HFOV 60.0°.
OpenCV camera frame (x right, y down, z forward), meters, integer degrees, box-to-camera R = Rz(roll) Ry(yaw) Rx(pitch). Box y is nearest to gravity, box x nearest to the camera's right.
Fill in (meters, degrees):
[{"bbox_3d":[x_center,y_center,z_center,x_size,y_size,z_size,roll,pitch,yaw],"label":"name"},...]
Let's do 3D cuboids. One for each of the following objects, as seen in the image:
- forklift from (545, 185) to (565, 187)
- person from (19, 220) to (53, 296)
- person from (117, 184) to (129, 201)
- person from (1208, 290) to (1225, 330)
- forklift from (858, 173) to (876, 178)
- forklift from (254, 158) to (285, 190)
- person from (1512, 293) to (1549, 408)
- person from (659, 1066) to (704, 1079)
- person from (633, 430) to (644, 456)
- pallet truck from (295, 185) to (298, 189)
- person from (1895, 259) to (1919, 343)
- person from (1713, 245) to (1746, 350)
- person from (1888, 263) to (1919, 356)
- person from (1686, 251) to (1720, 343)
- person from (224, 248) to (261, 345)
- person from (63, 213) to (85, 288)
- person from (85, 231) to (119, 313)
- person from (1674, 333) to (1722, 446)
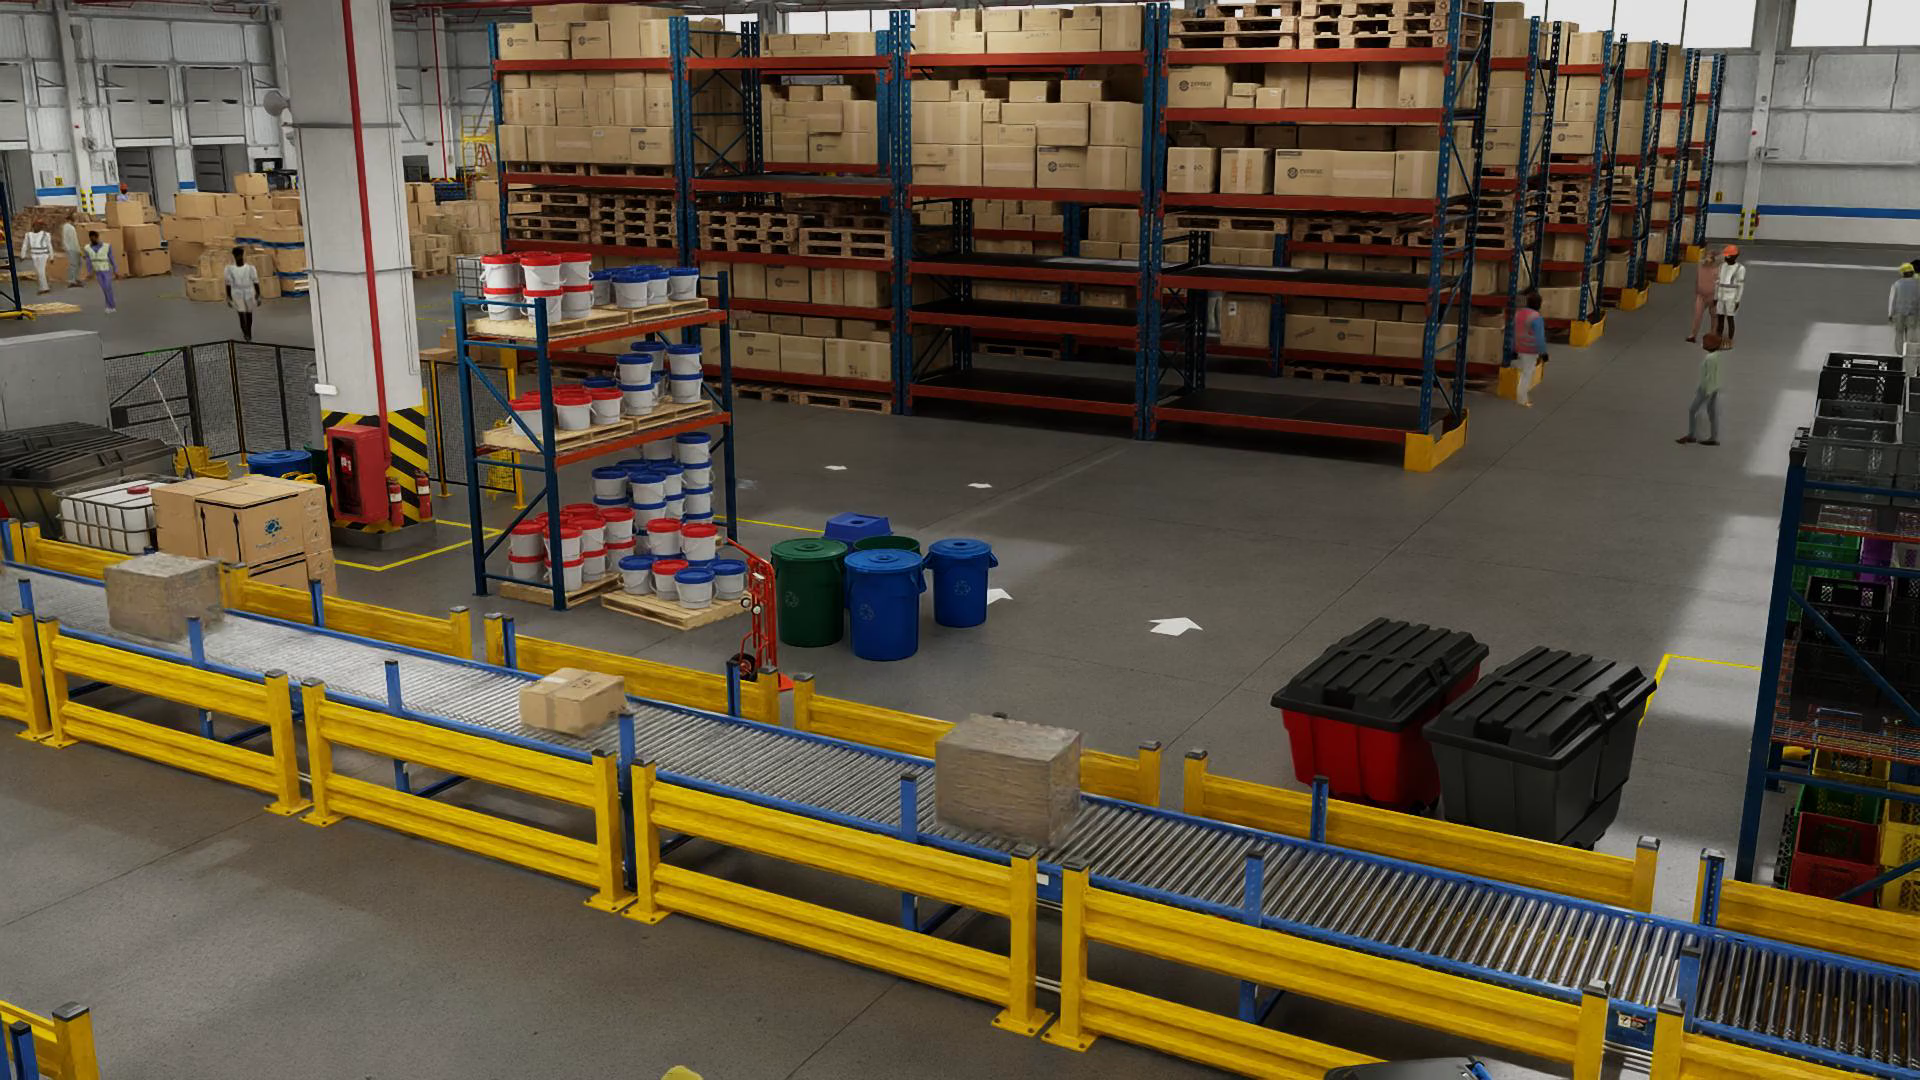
[{"bbox_3d":[-15.579,-13.559,64.071,1.873,2.768,1.129,6,16,22],"label":"forklift"},{"bbox_3d":[-23.098,-7.041,41.554,0.692,1.840,0.635,0,15,0],"label":"person"},{"bbox_3d":[-28.850,-11.338,57.530,0.357,1.938,0.542,2,15,6],"label":"person"},{"bbox_3d":[5.224,-4.962,34.137,0.497,1.634,0.278,-7,17,-26],"label":"person"},{"bbox_3d":[-3.506,-13.649,64.411,1.129,2.768,1.873,8,17,28],"label":"forklift"},{"bbox_3d":[-23.549,-11.670,56.970,1.873,2.768,1.129,8,17,27],"label":"forklift"},{"bbox_3d":[9.088,-2.998,26.411,0.559,1.822,0.644,-3,15,-11],"label":"person"},{"bbox_3d":[-0.913,2.576,5.632,0.556,1.718,0.903,-5,16,-18],"label":"person"},{"bbox_3d":[-4.034,-1.537,21.165,0.400,1.690,0.600,0,15,1],"label":"person"},{"bbox_3d":[-26.804,-14.617,69.738,1.885,1.965,0.823,-14,20,-42],"label":"pallet truck"},{"bbox_3d":[19.013,-4.759,33.267,0.321,1.692,0.530,-2,15,-8],"label":"person"},{"bbox_3d":[14.985,-4.738,32.521,0.395,2.038,0.615,-6,16,-22],"label":"person"},{"bbox_3d":[17.829,-4.312,31.356,0.615,1.810,0.461,8,17,28],"label":"person"},{"bbox_3d":[15.100,-4.912,33.550,1.023,1.850,0.654,-13,20,-40],"label":"person"},{"bbox_3d":[-14.391,-4.913,33.402,0.616,1.928,0.960,-8,17,-29],"label":"person"},{"bbox_3d":[-23.044,-7.529,43.253,0.546,1.911,0.654,-8,17,-29],"label":"person"},{"bbox_3d":[-19.673,-6.130,38.090,0.626,1.872,0.850,-1,15,-2],"label":"person"},{"bbox_3d":[10.493,-2.133,23.551,0.656,1.614,0.509,10,18,33],"label":"person"}]
